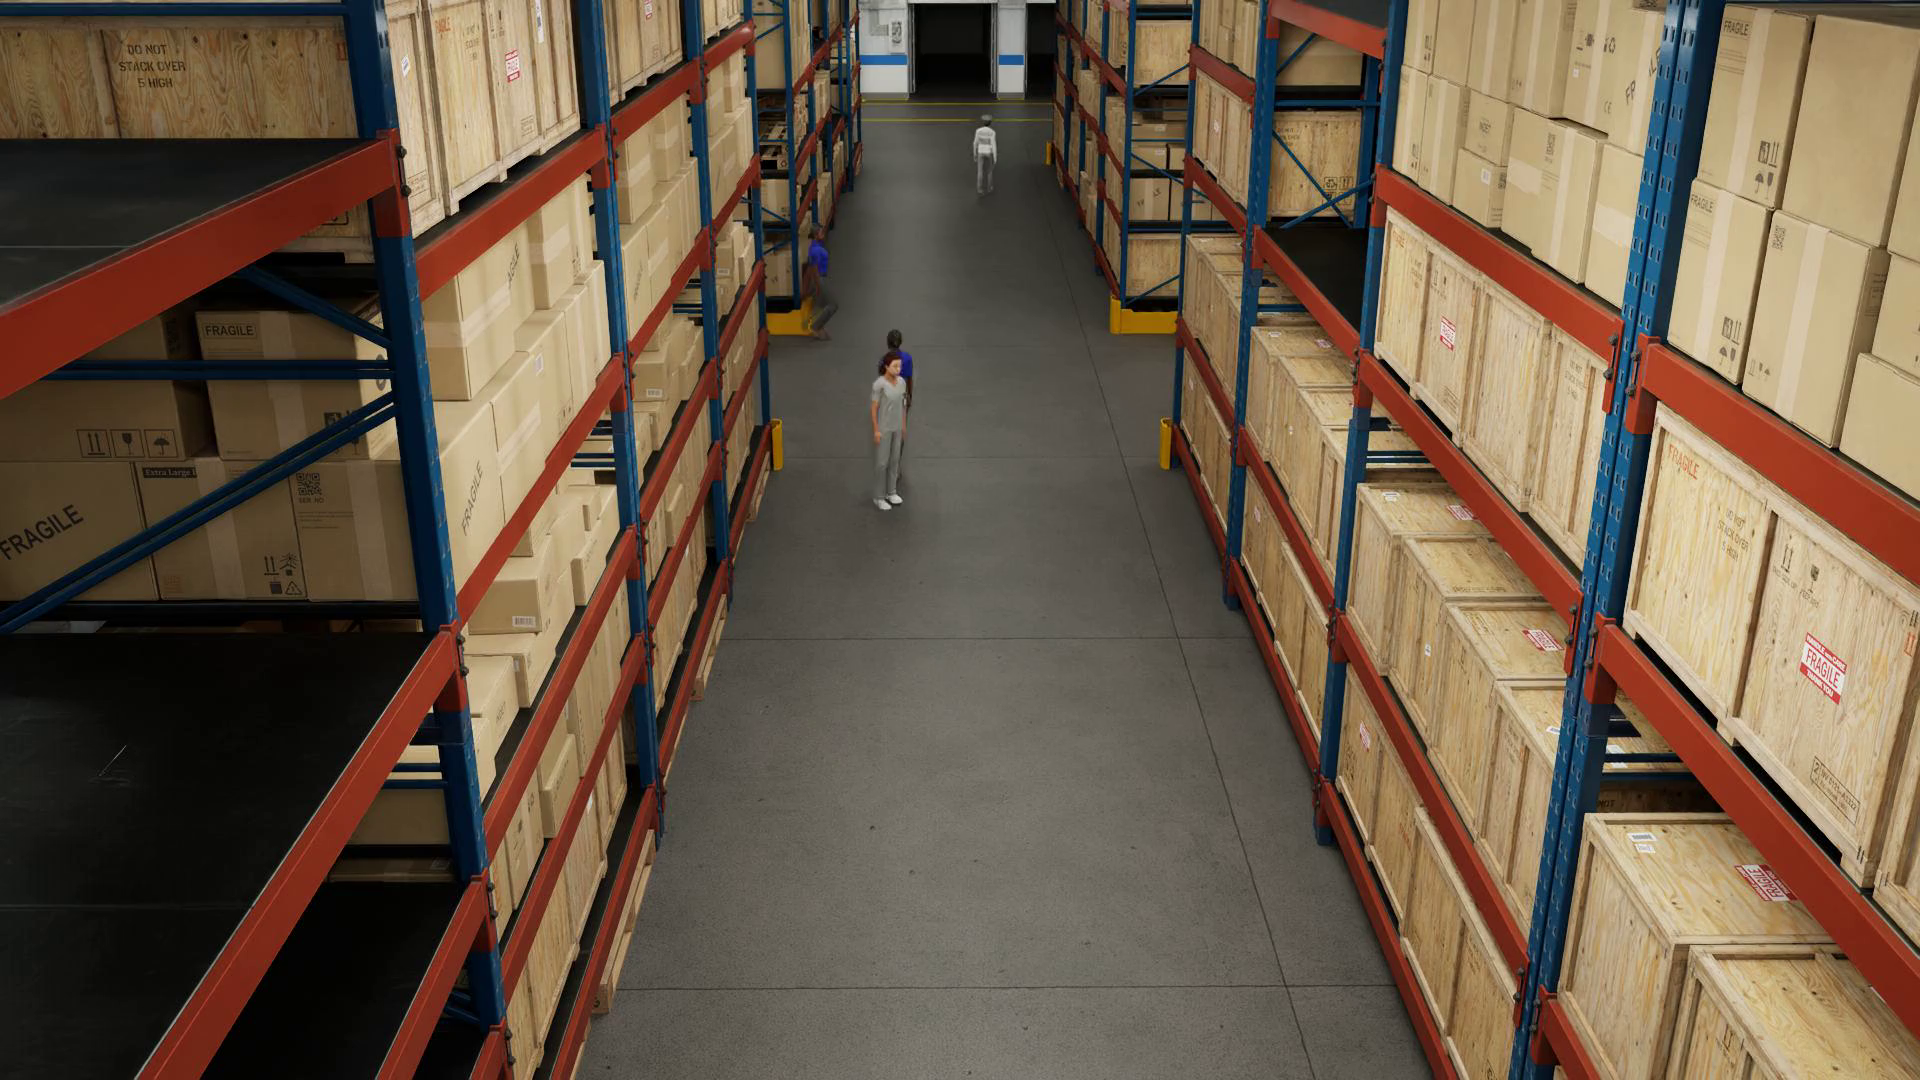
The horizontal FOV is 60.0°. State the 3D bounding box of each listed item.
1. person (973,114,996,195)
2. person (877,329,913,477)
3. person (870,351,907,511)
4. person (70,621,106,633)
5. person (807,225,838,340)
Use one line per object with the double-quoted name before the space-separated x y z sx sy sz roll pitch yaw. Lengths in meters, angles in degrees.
"person" 0.529 -8.219 35.484 0.517 1.674 0.893 4 22 11
"person" -0.738 -1.525 18.539 0.465 1.680 0.560 -14 25 -31
"person" -0.761 -1.166 17.565 0.478 1.688 0.369 -19 28 -40
"person" -6.558 0.822 12.654 0.408 1.602 0.333 2 22 5
"person" -1.990 -3.714 24.027 0.433 1.654 0.462 -3 22 -6
